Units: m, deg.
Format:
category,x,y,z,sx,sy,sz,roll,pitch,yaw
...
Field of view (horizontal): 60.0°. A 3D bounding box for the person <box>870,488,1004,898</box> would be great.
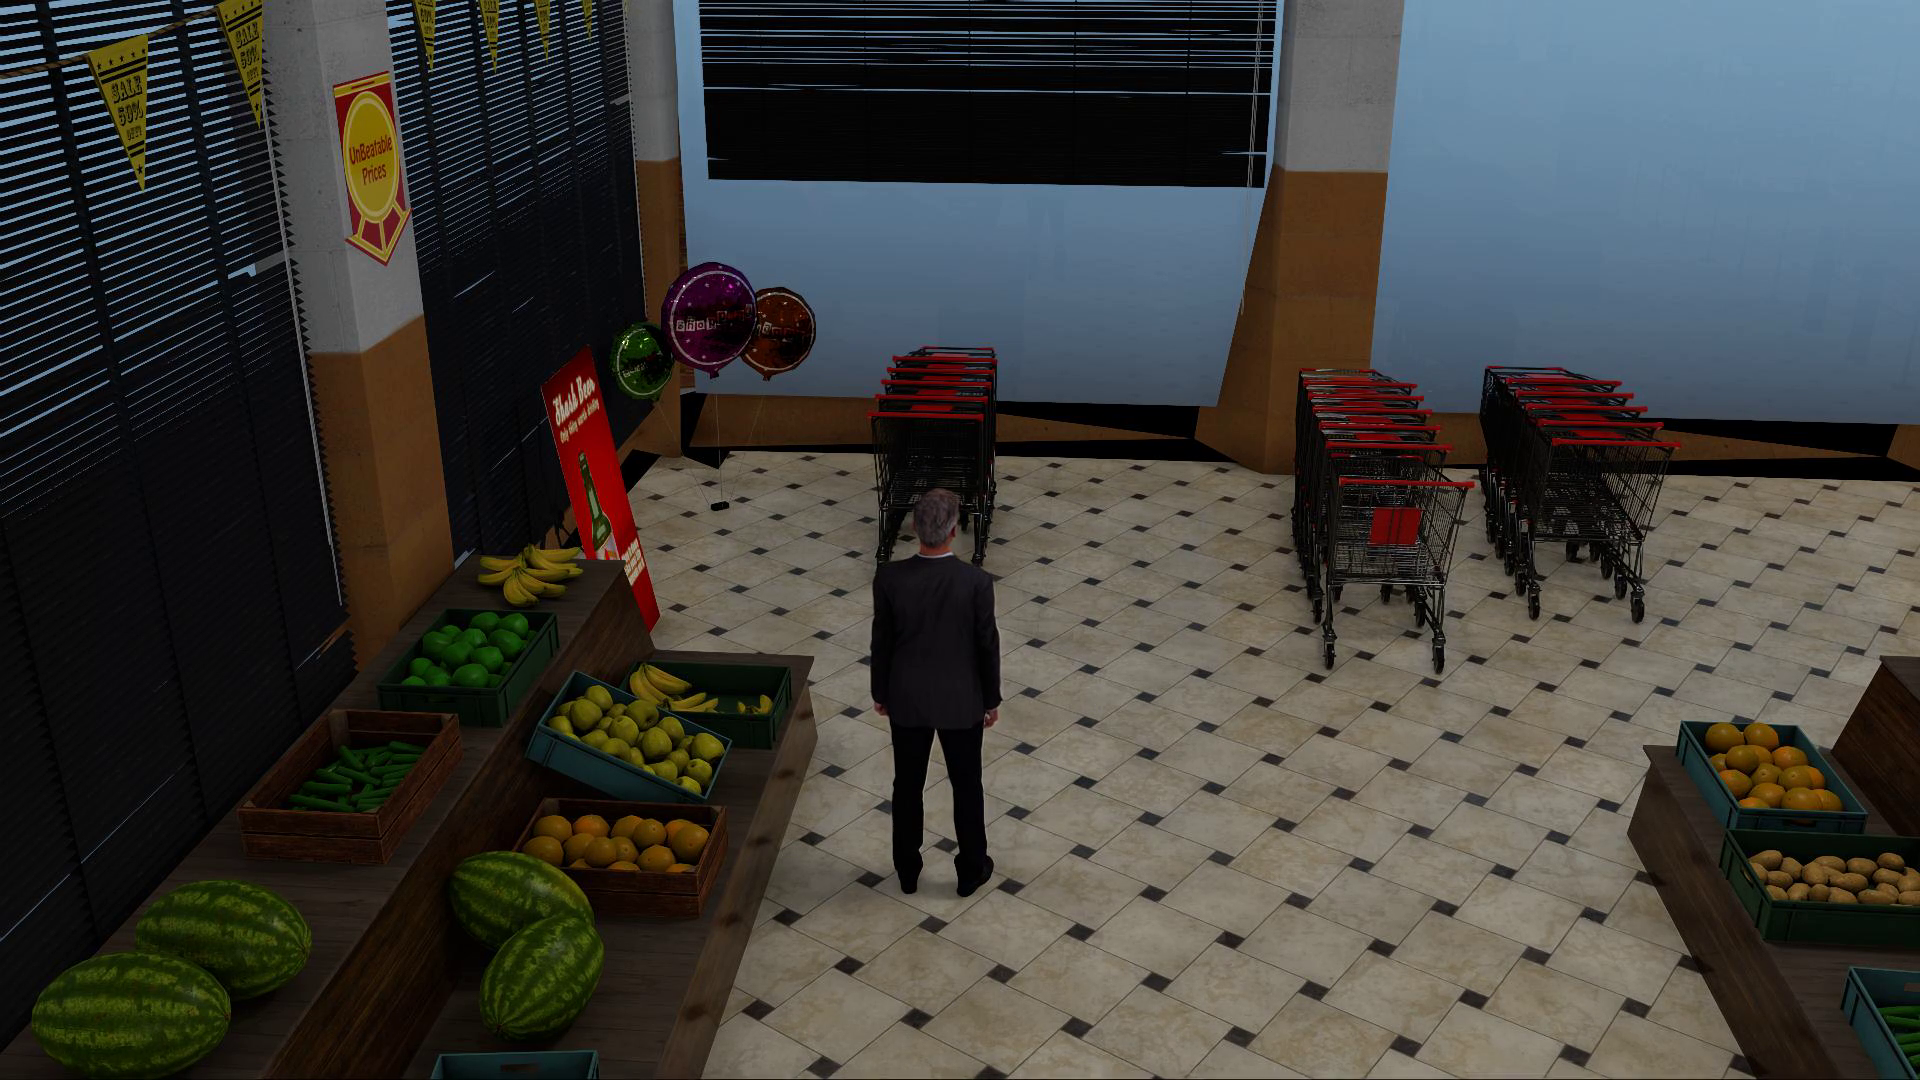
category,x,y,z,sx,sy,sz,roll,pitch,yaw
person,-0.102,0.652,7.034,0.723,1.840,0.578,3,22,7
